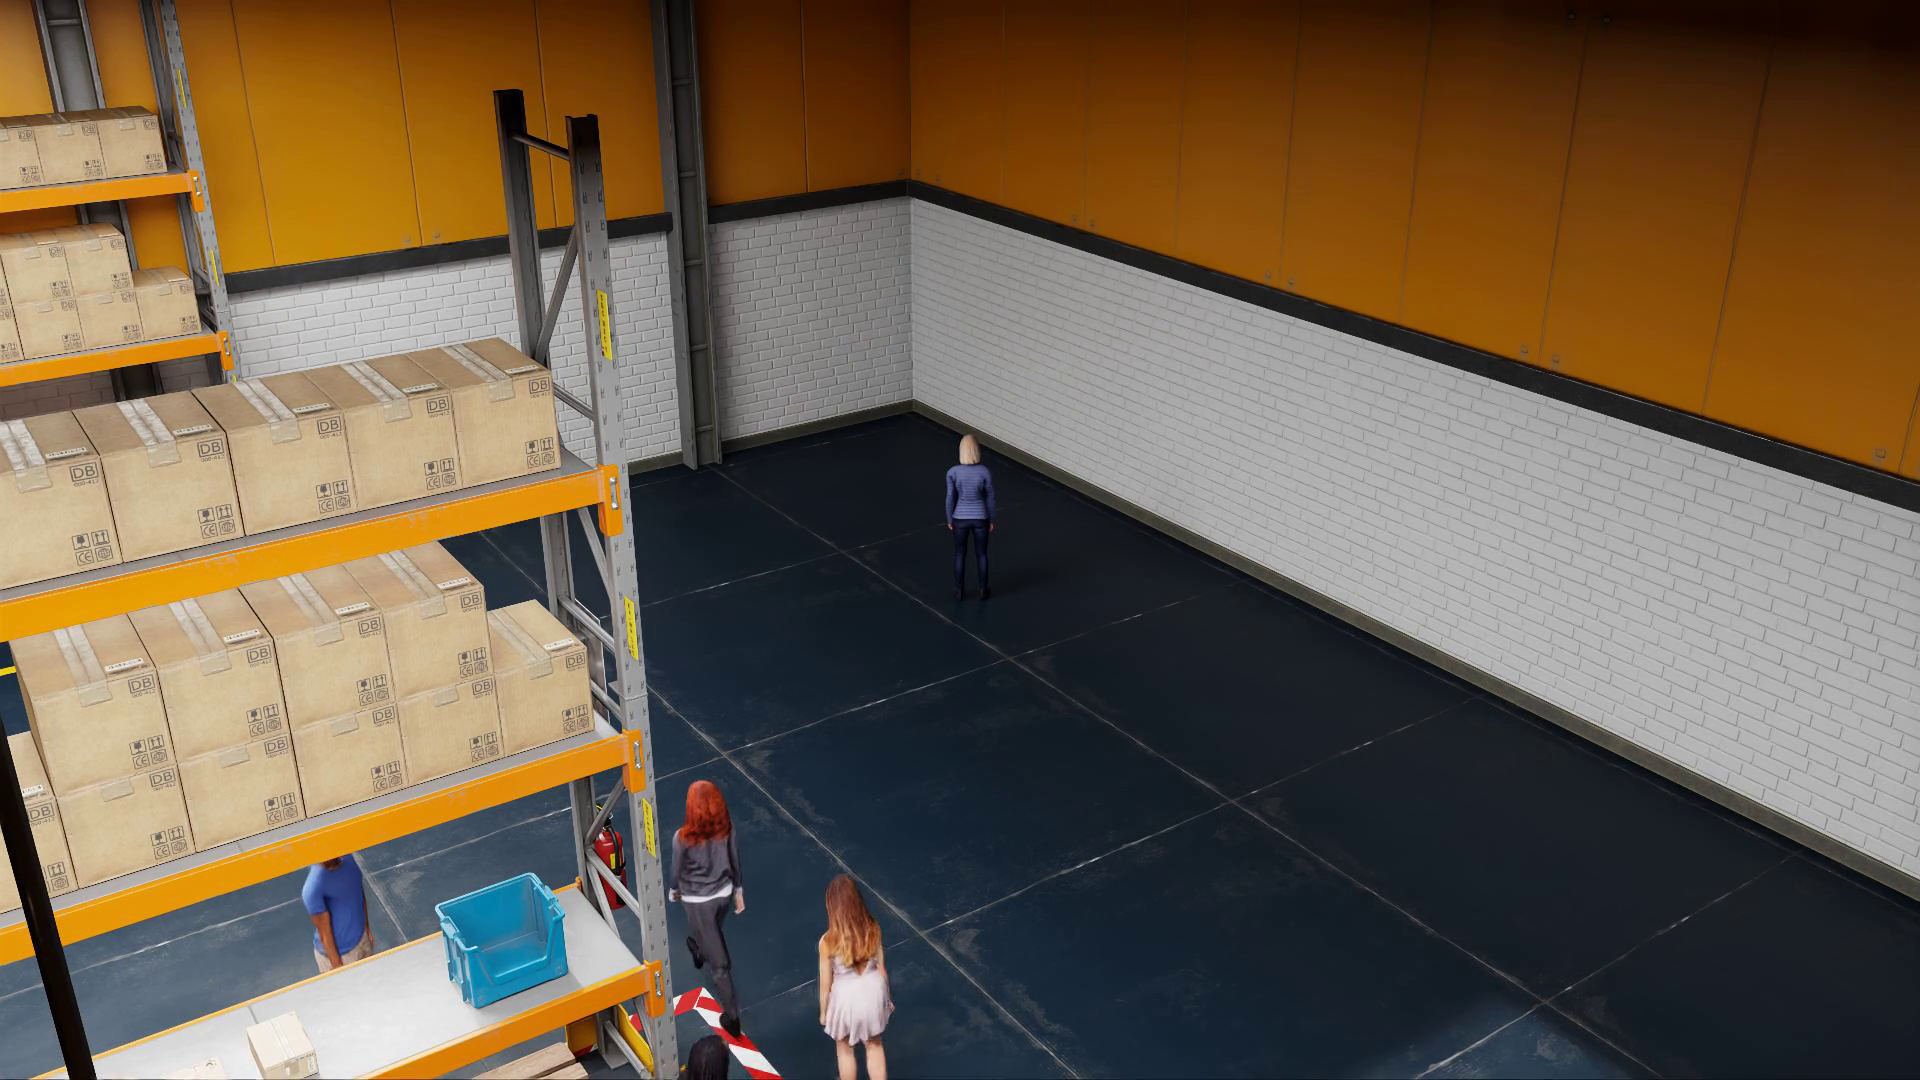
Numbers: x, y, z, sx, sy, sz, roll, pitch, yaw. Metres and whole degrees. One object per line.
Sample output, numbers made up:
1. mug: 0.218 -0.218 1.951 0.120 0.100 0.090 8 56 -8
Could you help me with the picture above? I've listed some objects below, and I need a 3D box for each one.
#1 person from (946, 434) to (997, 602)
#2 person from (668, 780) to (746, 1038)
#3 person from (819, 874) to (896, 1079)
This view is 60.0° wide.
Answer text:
1. person: 0.108 -0.222 16.446 0.690 1.743 0.786 1 24 1
2. person: -1.552 2.371 10.528 1.077 1.731 0.648 -15 28 -31
3. person: -0.596 2.731 9.680 0.712 1.751 0.738 -13 27 -28
